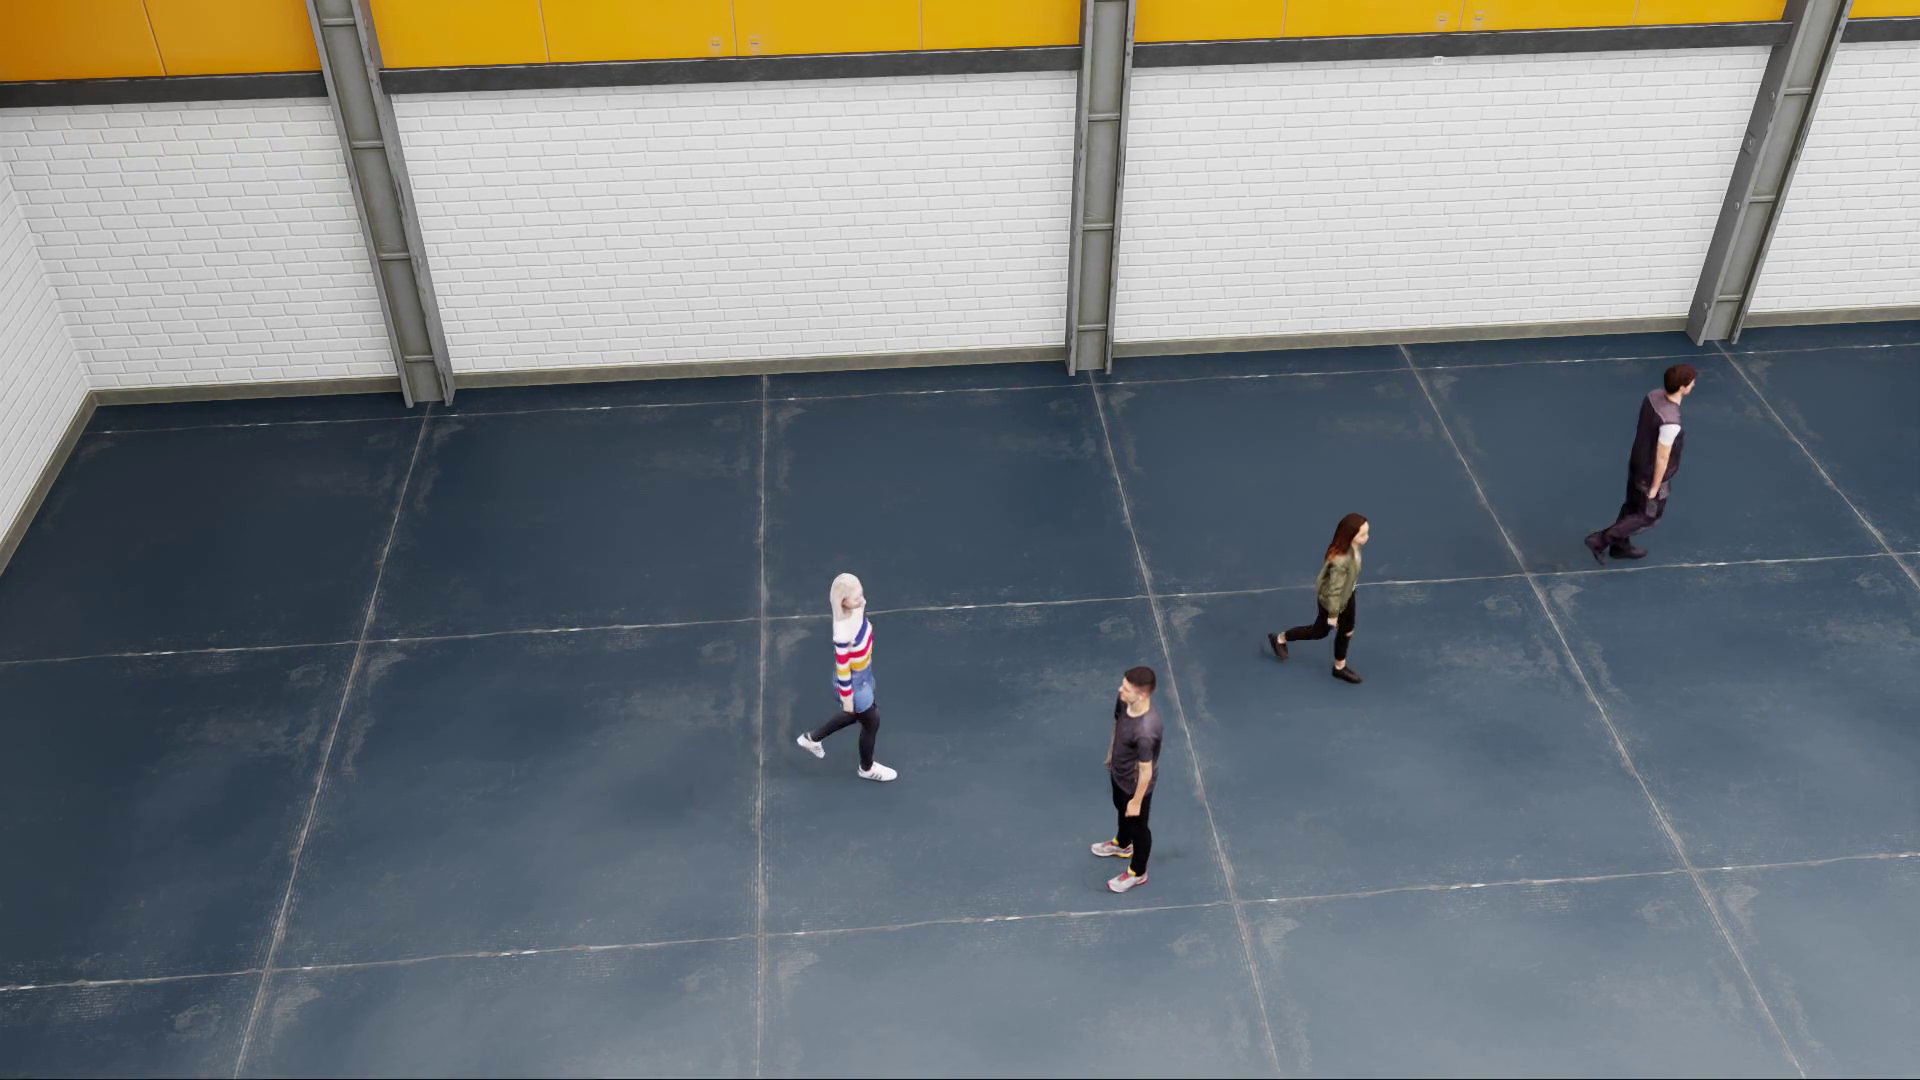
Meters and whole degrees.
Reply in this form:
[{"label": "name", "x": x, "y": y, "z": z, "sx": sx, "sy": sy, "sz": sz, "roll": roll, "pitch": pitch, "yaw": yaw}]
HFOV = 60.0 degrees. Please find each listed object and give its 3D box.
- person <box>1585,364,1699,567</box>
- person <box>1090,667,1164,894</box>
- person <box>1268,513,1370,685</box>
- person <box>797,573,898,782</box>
[{"label": "person", "x": 5.154, "y": -0.546, "z": 12.651, "sx": 0.816, "sy": 1.835, "sz": 0.679, "roll": -1, "pitch": 39, "yaw": -1}, {"label": "person", "x": 1.061, "y": 1.447, "z": 10.213, "sx": 0.592, "sy": 1.763, "sz": 0.677, "roll": -10, "pitch": 40, "yaw": -12}, {"label": "person", "x": 2.594, "y": 0.387, "z": 11.788, "sx": 1.042, "sy": 1.454, "sz": 0.921, "roll": 21, "pitch": 43, "yaw": 25}, {"label": "person", "x": -0.772, "y": 0.906, "z": 10.872, "sx": 0.954, "sy": 1.788, "sz": 0.748, "roll": 4, "pitch": 39, "yaw": 5}]
